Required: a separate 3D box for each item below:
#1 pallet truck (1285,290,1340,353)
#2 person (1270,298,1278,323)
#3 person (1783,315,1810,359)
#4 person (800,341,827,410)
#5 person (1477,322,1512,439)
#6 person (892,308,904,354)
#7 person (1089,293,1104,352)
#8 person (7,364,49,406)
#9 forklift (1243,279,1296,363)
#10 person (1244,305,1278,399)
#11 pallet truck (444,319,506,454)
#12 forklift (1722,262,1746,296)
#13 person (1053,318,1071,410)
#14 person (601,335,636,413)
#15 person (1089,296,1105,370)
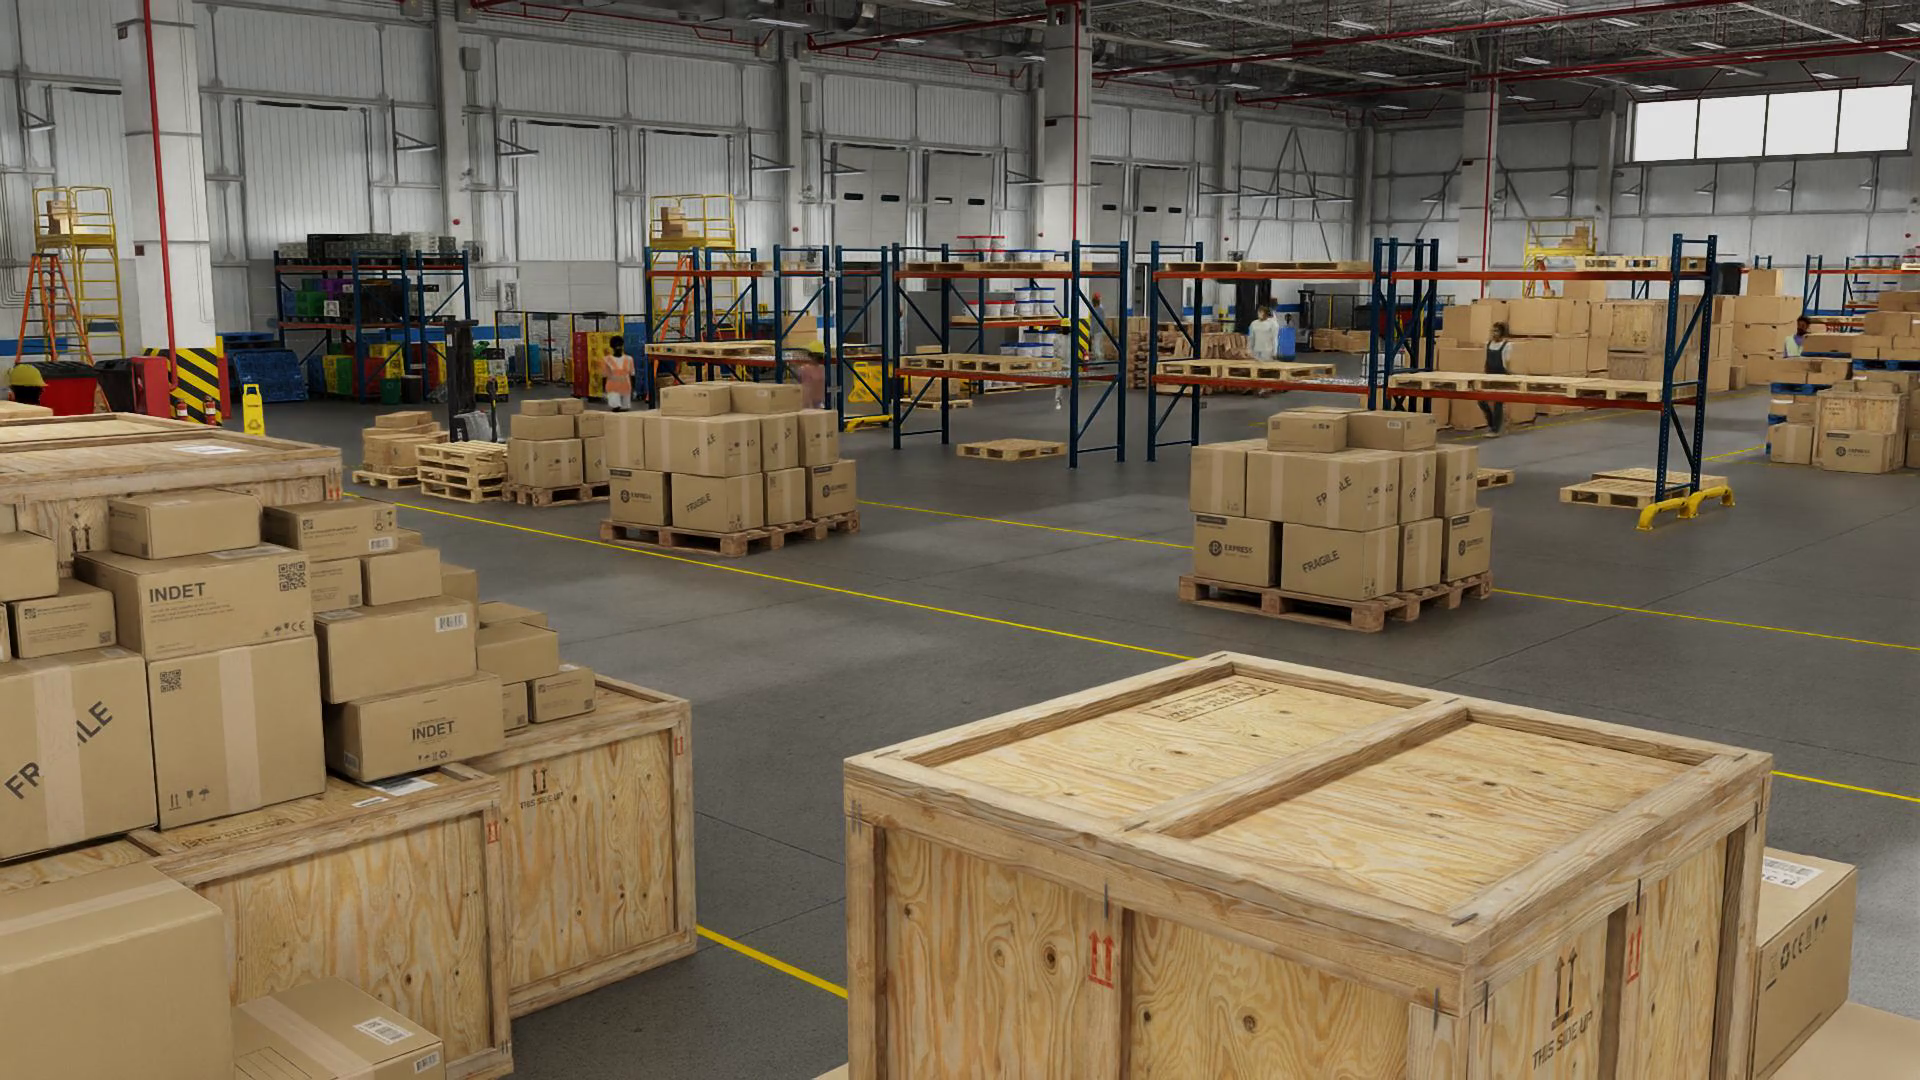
[{"bbox_3d":[11.297,-6.951,52.861,1.885,1.965,0.823,-5,11,-29],"label":"pallet truck"},{"bbox_3d":[8.814,-5.861,46.672,0.988,1.830,0.587,5,10,26],"label":"person"},{"bbox_3d":[13.590,-2.672,26.909,0.588,1.905,0.449,9,13,44],"label":"person"},{"bbox_3d":[-1.949,-1.794,22.119,0.935,1.714,0.529,7,12,37],"label":"person"},{"bbox_3d":[8.379,-2.498,26.058,0.395,1.832,0.534,-6,11,-32],"label":"person"},{"bbox_3d":[-1.615,-5.224,43.403,0.311,1.633,0.520,-2,9,-11],"label":"person"},{"bbox_3d":[4.196,-6.646,51.221,0.544,1.928,0.392,-3,10,-15],"label":"person"},{"bbox_3d":[-7.722,-0.503,13.673,0.921,1.891,0.599,-4,10,-22],"label":"person"},{"bbox_3d":[8.123,-6.156,45.287,1.873,2.768,1.129,9,13,43],"label":"forklift"},{"bbox_3d":[6.137,-3.833,33.979,0.598,1.915,0.633,-8,12,-41],"label":"person"},{"bbox_3d":[-6.981,-1.942,22.150,1.885,1.965,0.823,1,9,9],"label":"pallet truck"},{"bbox_3d":[20.646,-6.037,44.560,1.873,2.768,1.129,6,11,35],"label":"forklift"},{"bbox_3d":[1.998,-3.320,31.397,0.484,1.738,0.321,1,9,6],"label":"person"},{"bbox_3d":[-5.178,-2.261,25.088,0.539,1.672,0.652,-6,11,-33],"label":"person"},{"bbox_3d":[3.601,-5.424,43.684,0.353,1.936,0.635,5,10,26],"label":"person"}]
